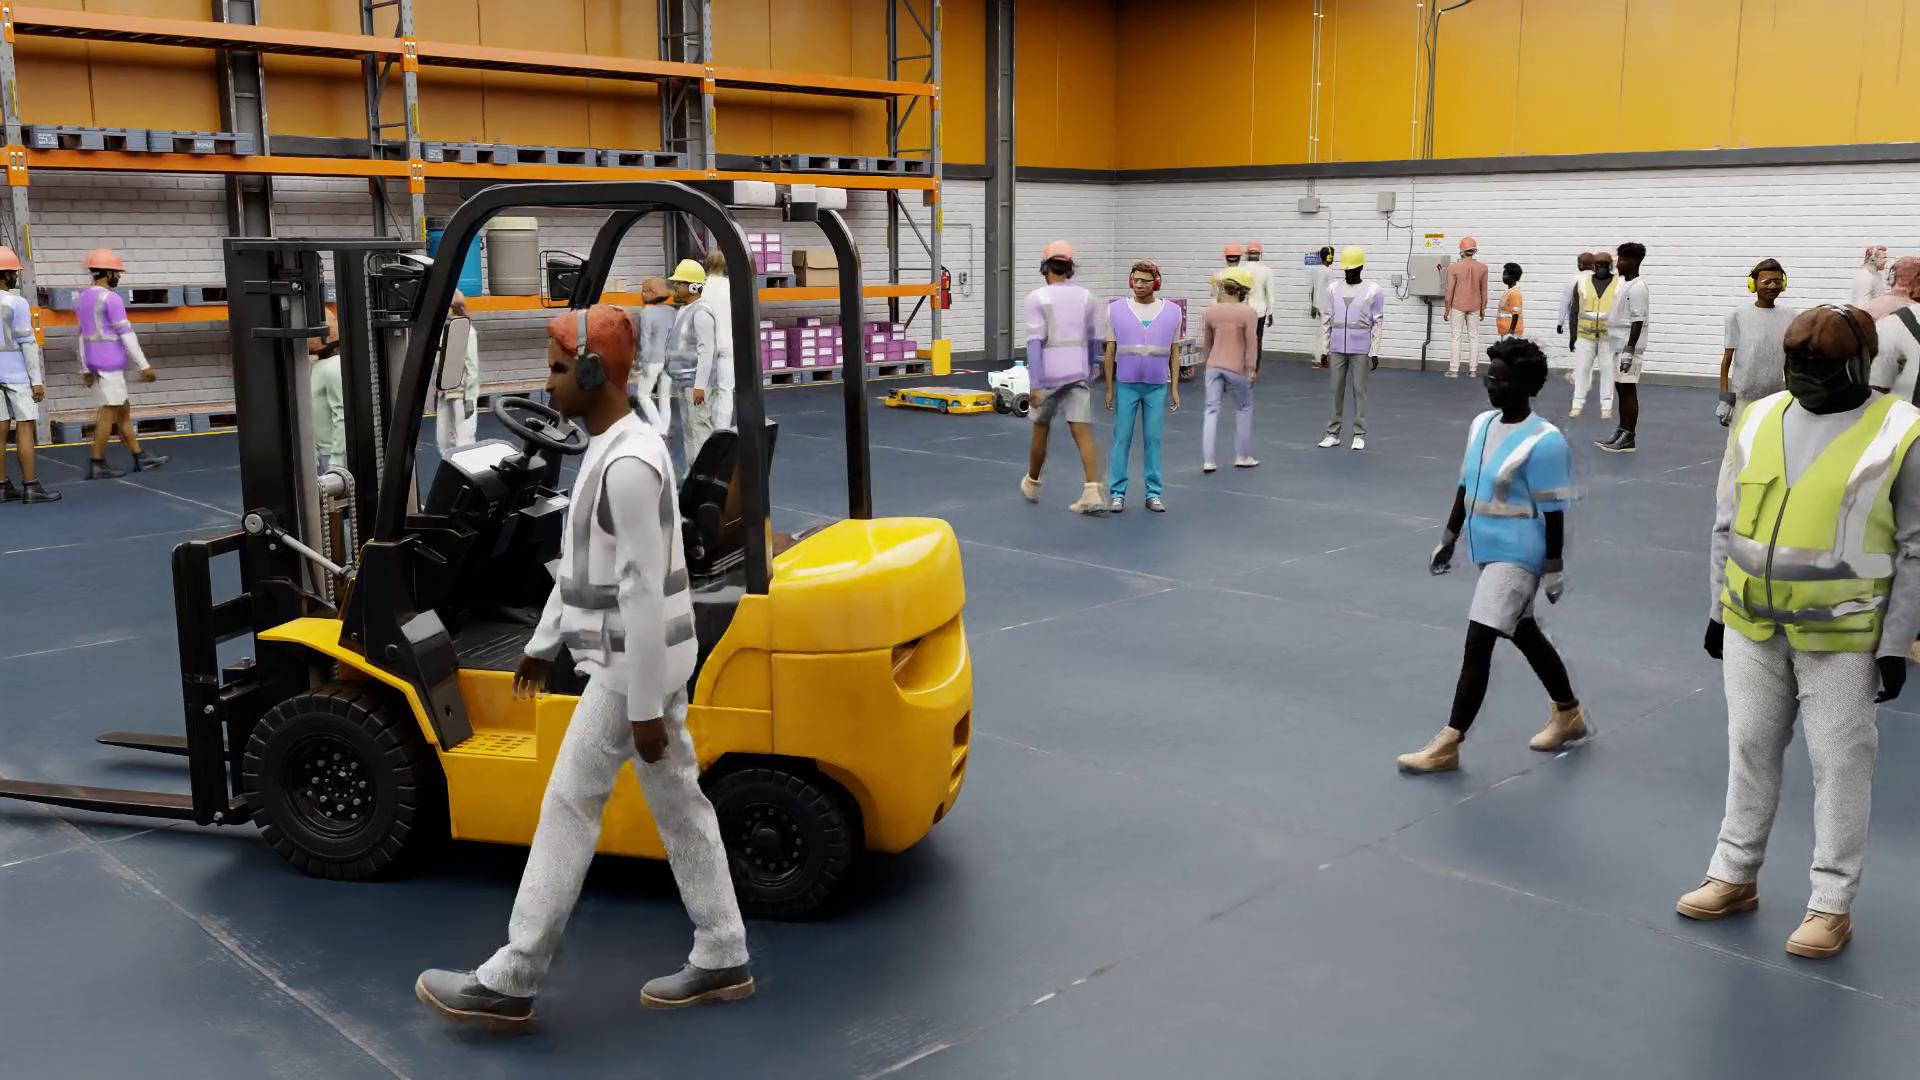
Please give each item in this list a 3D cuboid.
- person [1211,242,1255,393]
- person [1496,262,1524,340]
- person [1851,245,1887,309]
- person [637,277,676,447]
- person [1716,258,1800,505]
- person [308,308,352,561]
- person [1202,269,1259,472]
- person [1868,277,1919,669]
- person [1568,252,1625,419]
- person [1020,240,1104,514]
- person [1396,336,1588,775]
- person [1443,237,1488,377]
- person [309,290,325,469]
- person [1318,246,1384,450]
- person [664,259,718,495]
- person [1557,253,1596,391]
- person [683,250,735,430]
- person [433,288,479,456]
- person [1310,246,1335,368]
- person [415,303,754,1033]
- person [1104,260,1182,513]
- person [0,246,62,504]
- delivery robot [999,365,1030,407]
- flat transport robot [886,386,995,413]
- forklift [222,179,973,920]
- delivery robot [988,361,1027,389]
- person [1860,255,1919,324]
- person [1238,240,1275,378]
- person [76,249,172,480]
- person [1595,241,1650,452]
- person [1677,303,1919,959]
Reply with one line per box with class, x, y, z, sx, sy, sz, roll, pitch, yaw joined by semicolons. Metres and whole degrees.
person;3.502;-2.851;21.373;0.553;1.935;0.371;2;11;12
person;6.659;-2.509;20.159;0.319;1.698;0.533;2;11;10
person;10.678;-2.504;19.569;0.403;1.904;0.651;6;12;29
person;-2.883;-1.669;15.779;0.338;1.632;0.509;7;12;32
person;5.331;-0.936;11.115;0.514;1.872;0.328;0;10;1
person;-3.475;-0.467;9.203;0.280;1.633;0.498;-5;12;-27
person;2.331;-1.453;14.287;0.556;1.722;0.734;7;13;35
person;4.545;-0.399;7.722;0.686;2.000;0.552;-2;11;-10
person;7.066;-2.255;18.402;0.640;1.838;0.430;5;12;26
person;0.736;-1.197;12.226;0.650;1.974;1.076;-5;11;-24
person;2.107;0.051;6.338;0.885;1.657;0.528;-2;11;-10
person;7.205;-3.310;23.719;0.622;1.994;0.381;-1;10;-5
person;-5.567;-1.353;14.092;0.668;1.606;0.532;-7;13;-35
person;3.699;-1.814;15.774;0.585;1.918;0.379;7;12;32
person;-2.093;-1.253;12.935;0.404;1.837;0.590;-5;11;-25
person;8.194;-2.876;21.909;0.659;1.787;0.974;-2;11;-9
person;-2.288;-1.806;15.831;0.661;1.883;1.020;-1;10;-3
person;-3.768;-1.066;12.463;0.529;1.638;0.317;9;14;41
person;5.600;-3.533;25.322;0.447;1.855;0.528;-2;11;-12
person;-0.978;0.334;4.246;0.945;1.842;0.578;-2;11;-9
person;1.336;-1.121;12.197;0.564;1.841;0.395;0;10;-2
person;-7.153;-1.233;12.548;0.545;1.938;0.357;3;11;15
delivery robot;0.803;-1.728;18.765;0.707;0.478;0.477;-5;12;-28
flat transport robot;-0.165;-1.637;19.301;0.652;0.197;1.431;-9;14;-41
forklift;-1.114;-0.058;5.440;2.313;2.155;1.214;2;11;13
delivery robot;0.687;-1.851;19.437;0.707;0.478;0.477;0;10;-2
person;6.449;-1.020;11.538;0.670;1.879;0.640;1;10;8
person;4.093;-3.212;23.309;0.613;1.961;0.949;2;11;10
person;-7.037;-1.475;13.954;0.566;1.899;0.785;8;13;39
person;6.250;-1.809;15.610;0.367;1.967;0.606;2;11;12
person;2.400;0.253;4.727;0.430;1.838;0.619;-7;13;-34
